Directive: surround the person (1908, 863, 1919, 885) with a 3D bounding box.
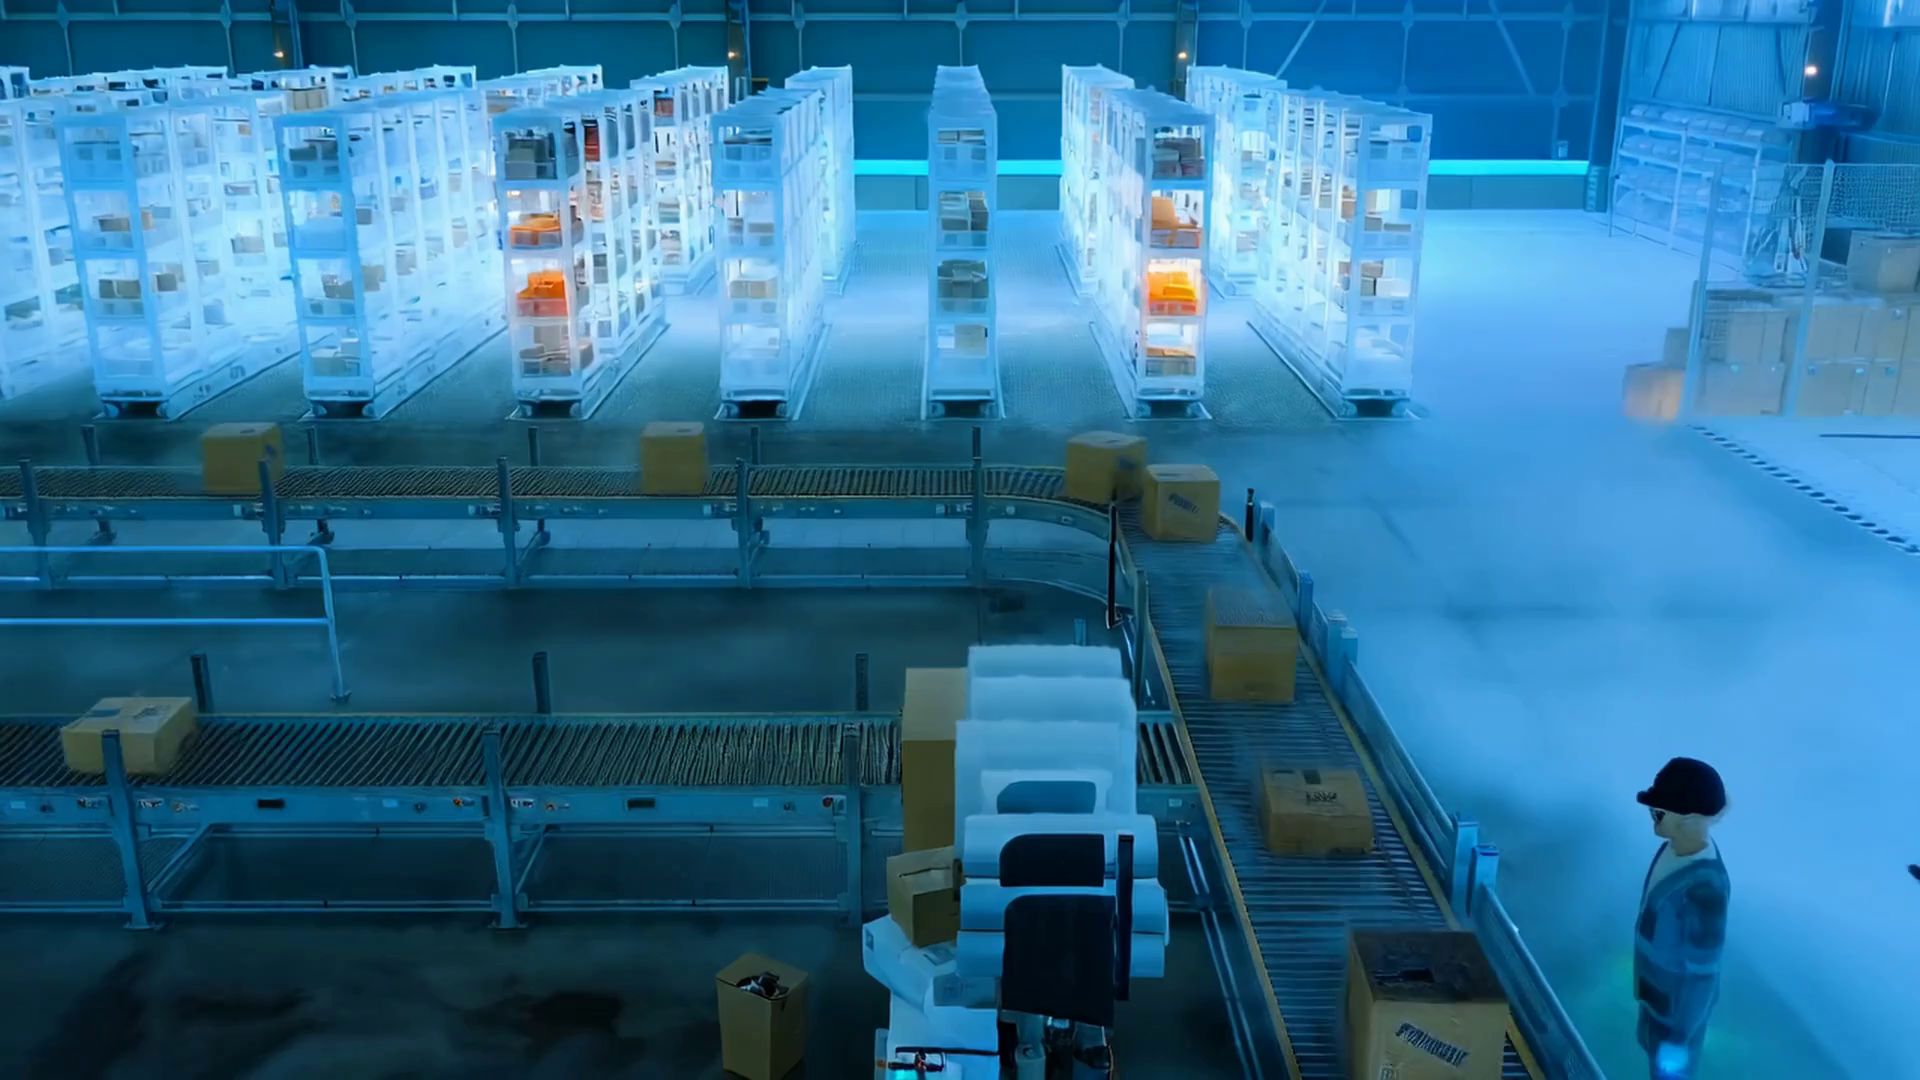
[{"bbox_3d":[5.593,1.256,8.764,0.653,1.853,0.990,-11,21,-30],"label":"person"}]

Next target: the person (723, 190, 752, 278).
[{"bbox_3d":[-3.749,-5.160,28.597,0.624,1.818,0.497,-2,18,-6],"label":"person"}]

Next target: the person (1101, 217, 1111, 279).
[{"bbox_3d":[2.452,-4.492,26.480,0.378,1.848,0.570,-16,24,-41],"label":"person"}]

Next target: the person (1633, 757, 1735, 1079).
[{"bbox_3d":[2.838,1.826,6.713,0.396,2.044,0.609,4,18,12],"label":"person"}]
